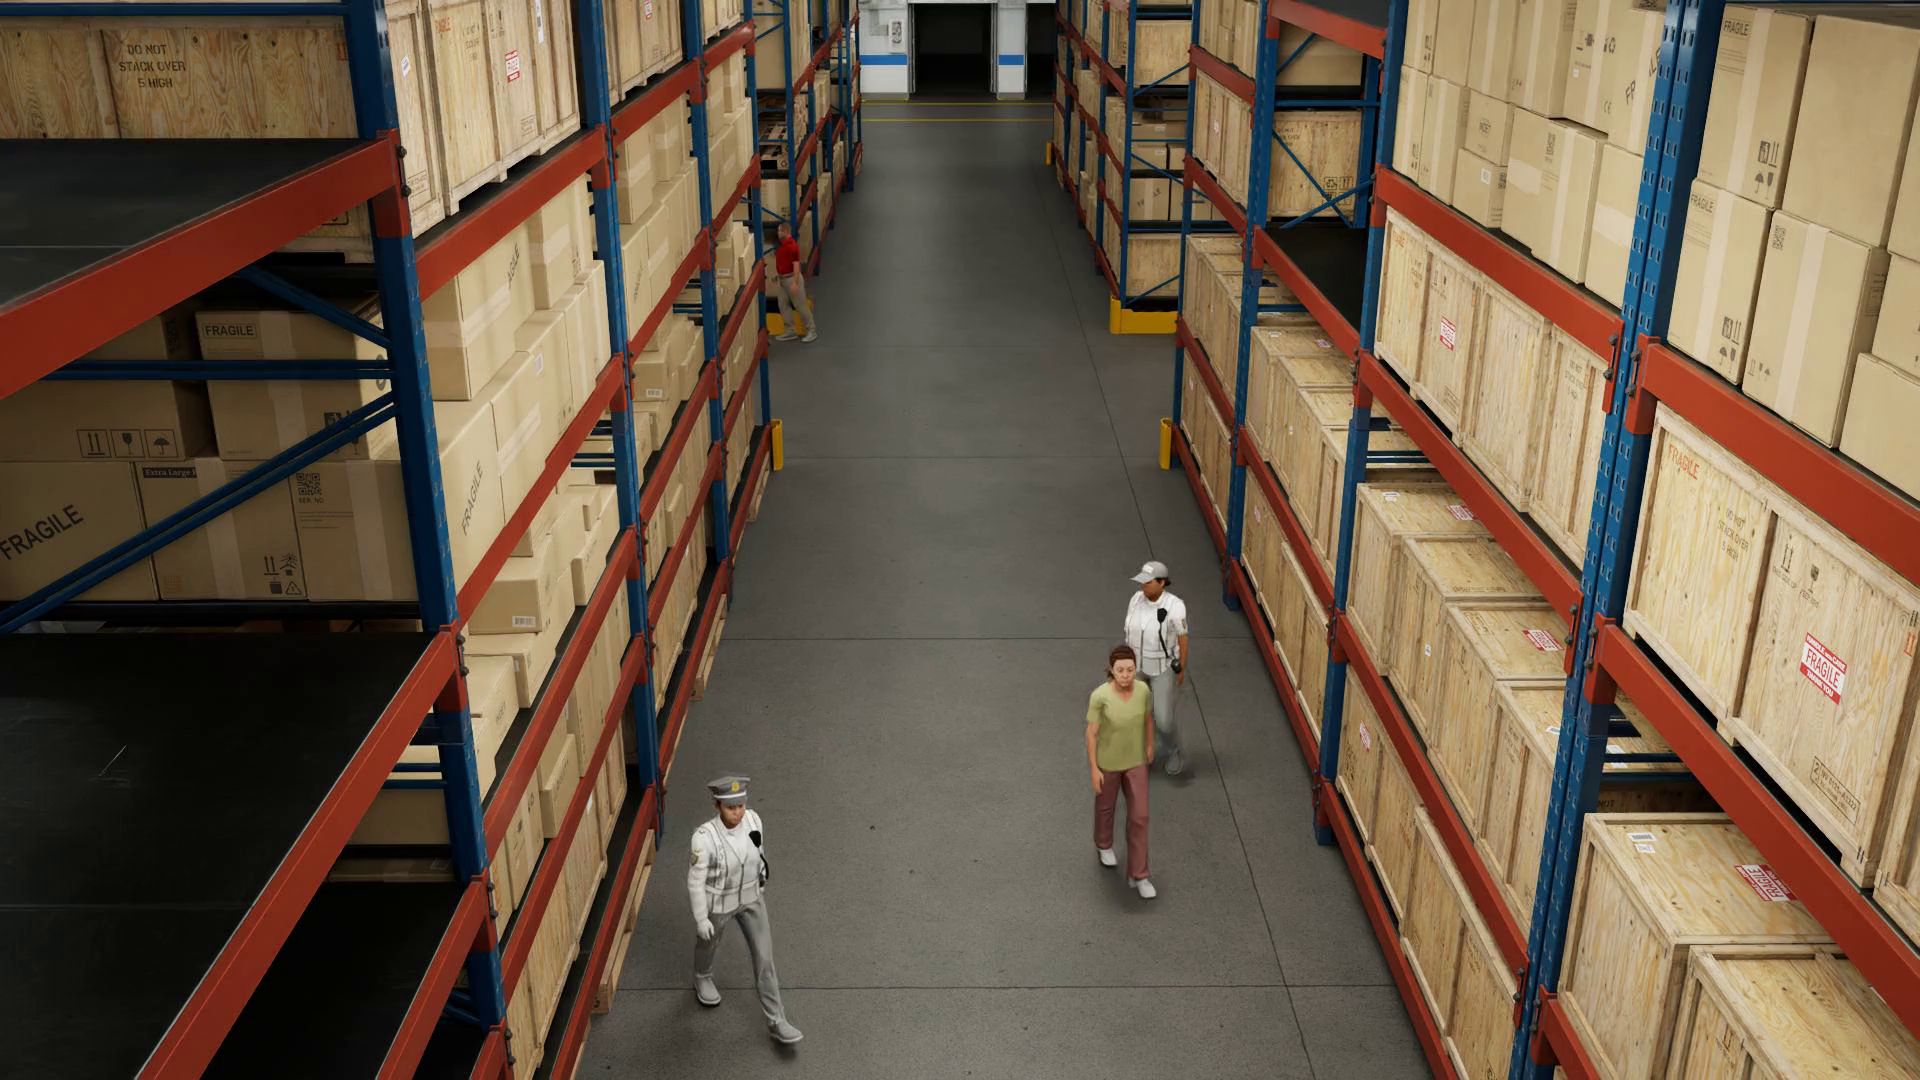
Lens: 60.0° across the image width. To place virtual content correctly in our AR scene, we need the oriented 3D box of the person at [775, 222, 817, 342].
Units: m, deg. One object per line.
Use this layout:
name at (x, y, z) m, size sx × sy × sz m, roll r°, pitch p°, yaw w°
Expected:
person at (-2.397, -3.729, 24.043) m, size 0.571 × 1.723 × 0.561 m, roll -9°, pitch 23°, yaw -22°

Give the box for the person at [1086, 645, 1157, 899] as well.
person at (1.079, 1.478, 10.845) m, size 0.527 × 1.650 × 0.790 m, roll -4°, pitch 22°, yaw -9°

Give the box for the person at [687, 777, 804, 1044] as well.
person at (-1.282, 2.052, 9.442) m, size 0.534 × 1.637 × 0.954 m, roll -13°, pitch 25°, yaw -30°

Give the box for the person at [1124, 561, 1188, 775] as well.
person at (1.427, 0.947, 12.228) m, size 0.492 × 1.659 × 0.432 m, roll 15°, pitch 26°, yaw 32°

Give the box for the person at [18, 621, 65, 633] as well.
person at (-7.665, 0.362, 13.723) m, size 0.433 × 1.669 × 0.411 m, roll 1°, pitch 22°, yaw 3°
